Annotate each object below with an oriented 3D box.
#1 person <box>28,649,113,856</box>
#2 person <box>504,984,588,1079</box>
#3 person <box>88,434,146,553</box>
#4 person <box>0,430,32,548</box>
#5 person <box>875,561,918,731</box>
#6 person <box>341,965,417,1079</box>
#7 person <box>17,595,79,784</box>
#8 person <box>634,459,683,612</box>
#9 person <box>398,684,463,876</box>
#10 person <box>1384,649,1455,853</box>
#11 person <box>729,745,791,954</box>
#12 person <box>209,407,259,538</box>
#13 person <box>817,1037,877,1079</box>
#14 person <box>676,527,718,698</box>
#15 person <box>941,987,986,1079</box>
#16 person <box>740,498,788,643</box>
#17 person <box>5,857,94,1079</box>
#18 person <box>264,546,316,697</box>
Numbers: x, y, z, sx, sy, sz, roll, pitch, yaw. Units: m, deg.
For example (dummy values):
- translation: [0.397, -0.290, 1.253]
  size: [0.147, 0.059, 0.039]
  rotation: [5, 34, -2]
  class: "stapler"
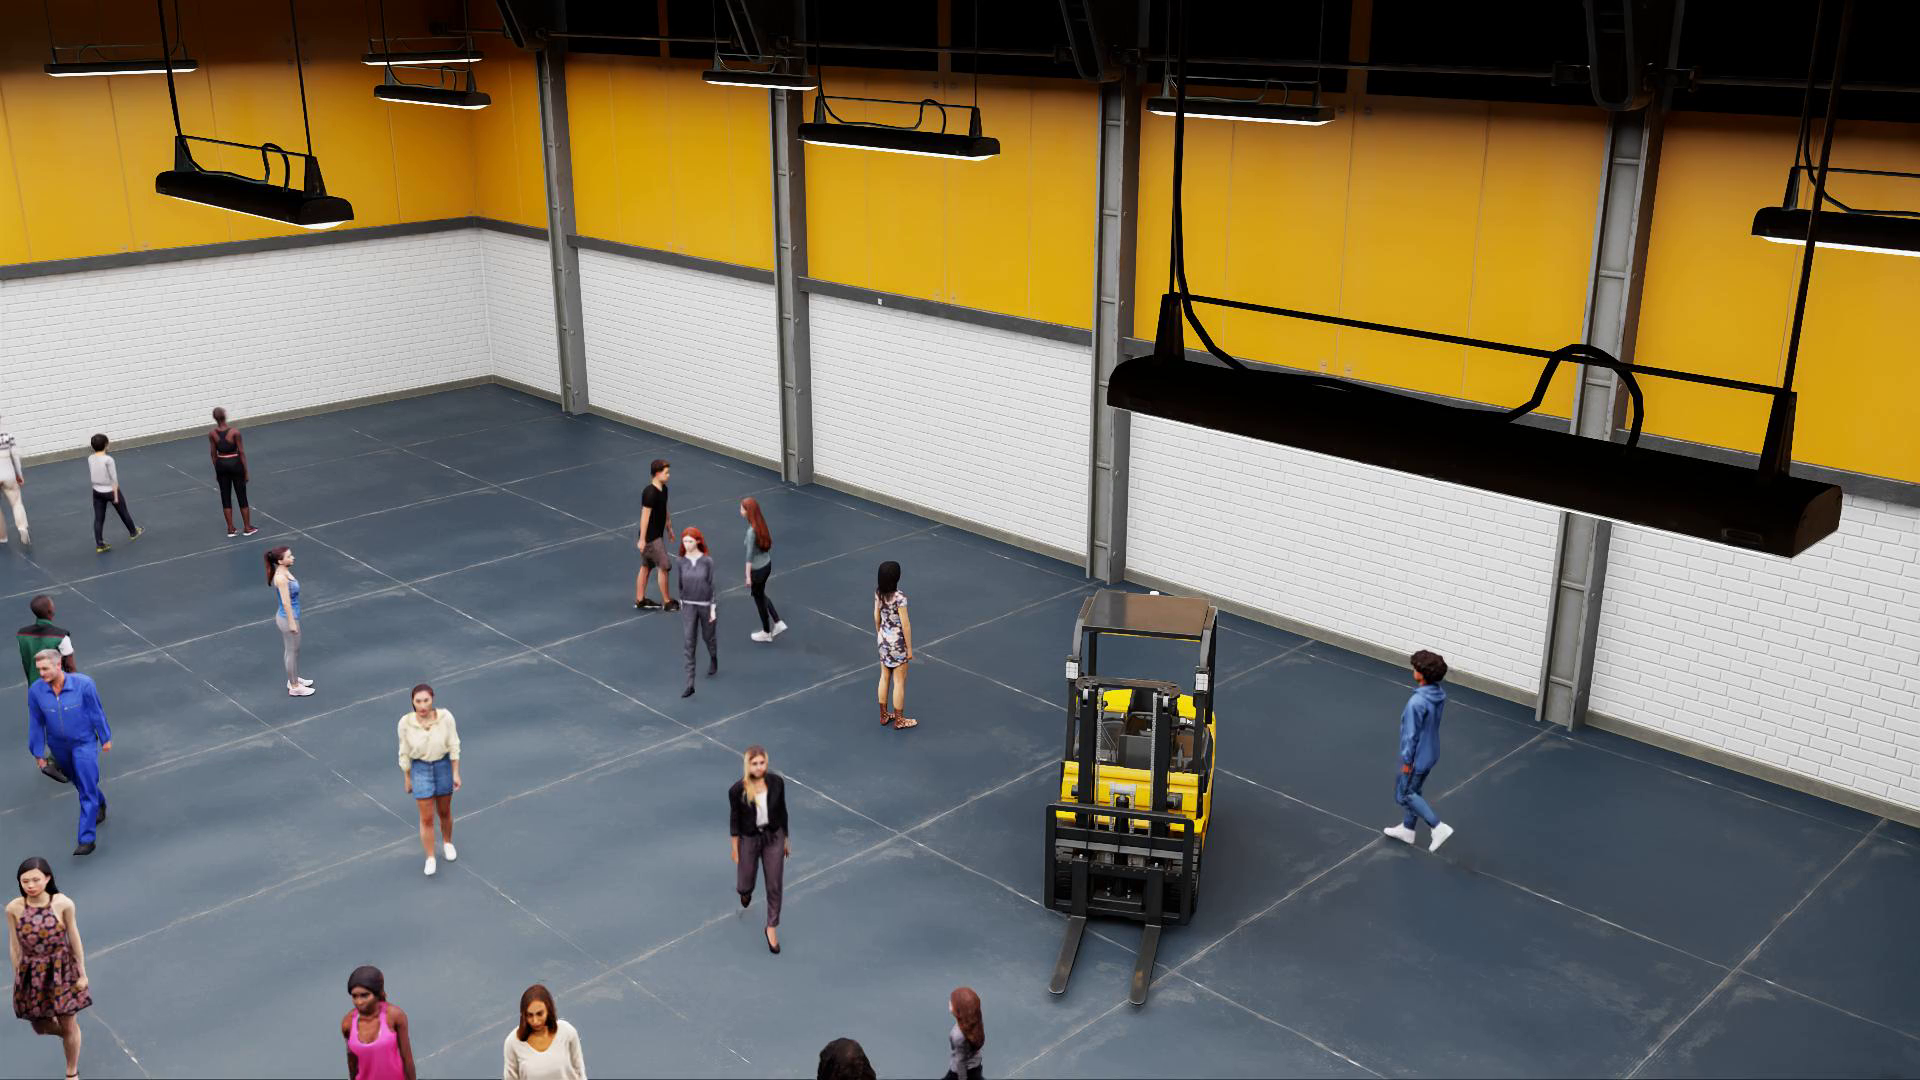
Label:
- translation: [-7.592, 1.738, 14.290]
  size: [1.192, 1.770, 1.343]
  rotation: [-4, 19, -11]
  class: "person"
- translation: [-2.405, 3.314, 9.751]
  size: [0.718, 1.680, 0.727]
  rotation: [-6, 20, -18]
  class: "person"
- translation: [-11.144, -0.584, 21.584]
  size: [1.016, 1.516, 0.974]
  rotation: [4, 19, 10]
  class: "person"
- translation: [-12.508, -0.788, 21.685]
  size: [0.775, 1.837, 1.046]
  rotation: [-14, 23, -36]
  class: "person"
- translation: [-0.667, 1.030, 16.451]
  size: [0.454, 1.733, 0.645]
  rotation: [17, 25, 41]
  class: "person"
- translation: [-3.397, 3.251, 9.907]
  size: [0.890, 1.701, 1.027]
  rotation: [-3, 19, -8]
  class: "person"
- translation: [-8.308, 1.413, 15.170]
  size: [0.989, 1.824, 1.025]
  rotation: [2, 19, 6]
  class: "person"
- translation: [-3.686, -0.042, 19.485]
  size: [1.059, 1.827, 0.987]
  rotation: [2, 19, 6]
  class: "person"
- translation: [-4.409, 1.941, 13.901]
  size: [0.784, 1.633, 0.831]
  rotation: [-7, 20, -19]
  class: "person"
- translation: [3.936, 1.808, 14.042]
  size: [0.893, 1.796, 0.713]
  rotation: [15, 24, 38]
  class: "person"
- translation: [-1.548, 2.324, 12.729]
  size: [0.811, 1.656, 0.961]
  rotation: [-7, 20, -20]
  class: "person"
- translation: [-9.743, -0.916, 22.188]
  size: [0.673, 1.759, 0.711]
  rotation: [-2, 19, -7]
  class: "person"
- translation: [-0.555, 3.541, 9.243]
  size: [0.610, 1.574, 1.028]
  rotation: [-16, 24, -39]
  class: "person"
- translation: [-2.701, 0.706, 17.419]
  size: [1.132, 1.729, 1.130]
  rotation: [2, 19, 6]
  class: "person"
- translation: [0.084, 3.343, 10.590]
  size: [0.750, 1.089, 0.612]
  rotation: [9, 20, 24]
  class: "person"
- translation: [-2.144, 0.365, 18.441]
  size: [0.823, 1.722, 0.767]
  rotation: [7, 20, 19]
  class: "person"
- translation: [-5.982, 2.855, 10.980]
  size: [0.811, 1.767, 0.908]
  rotation: [-5, 19, -15]
  class: "person"
- translation: [-6.964, 0.823, 17.260]
  size: [0.704, 1.610, 0.598]
  rotation: [-7, 20, -20]
  class: "person"
